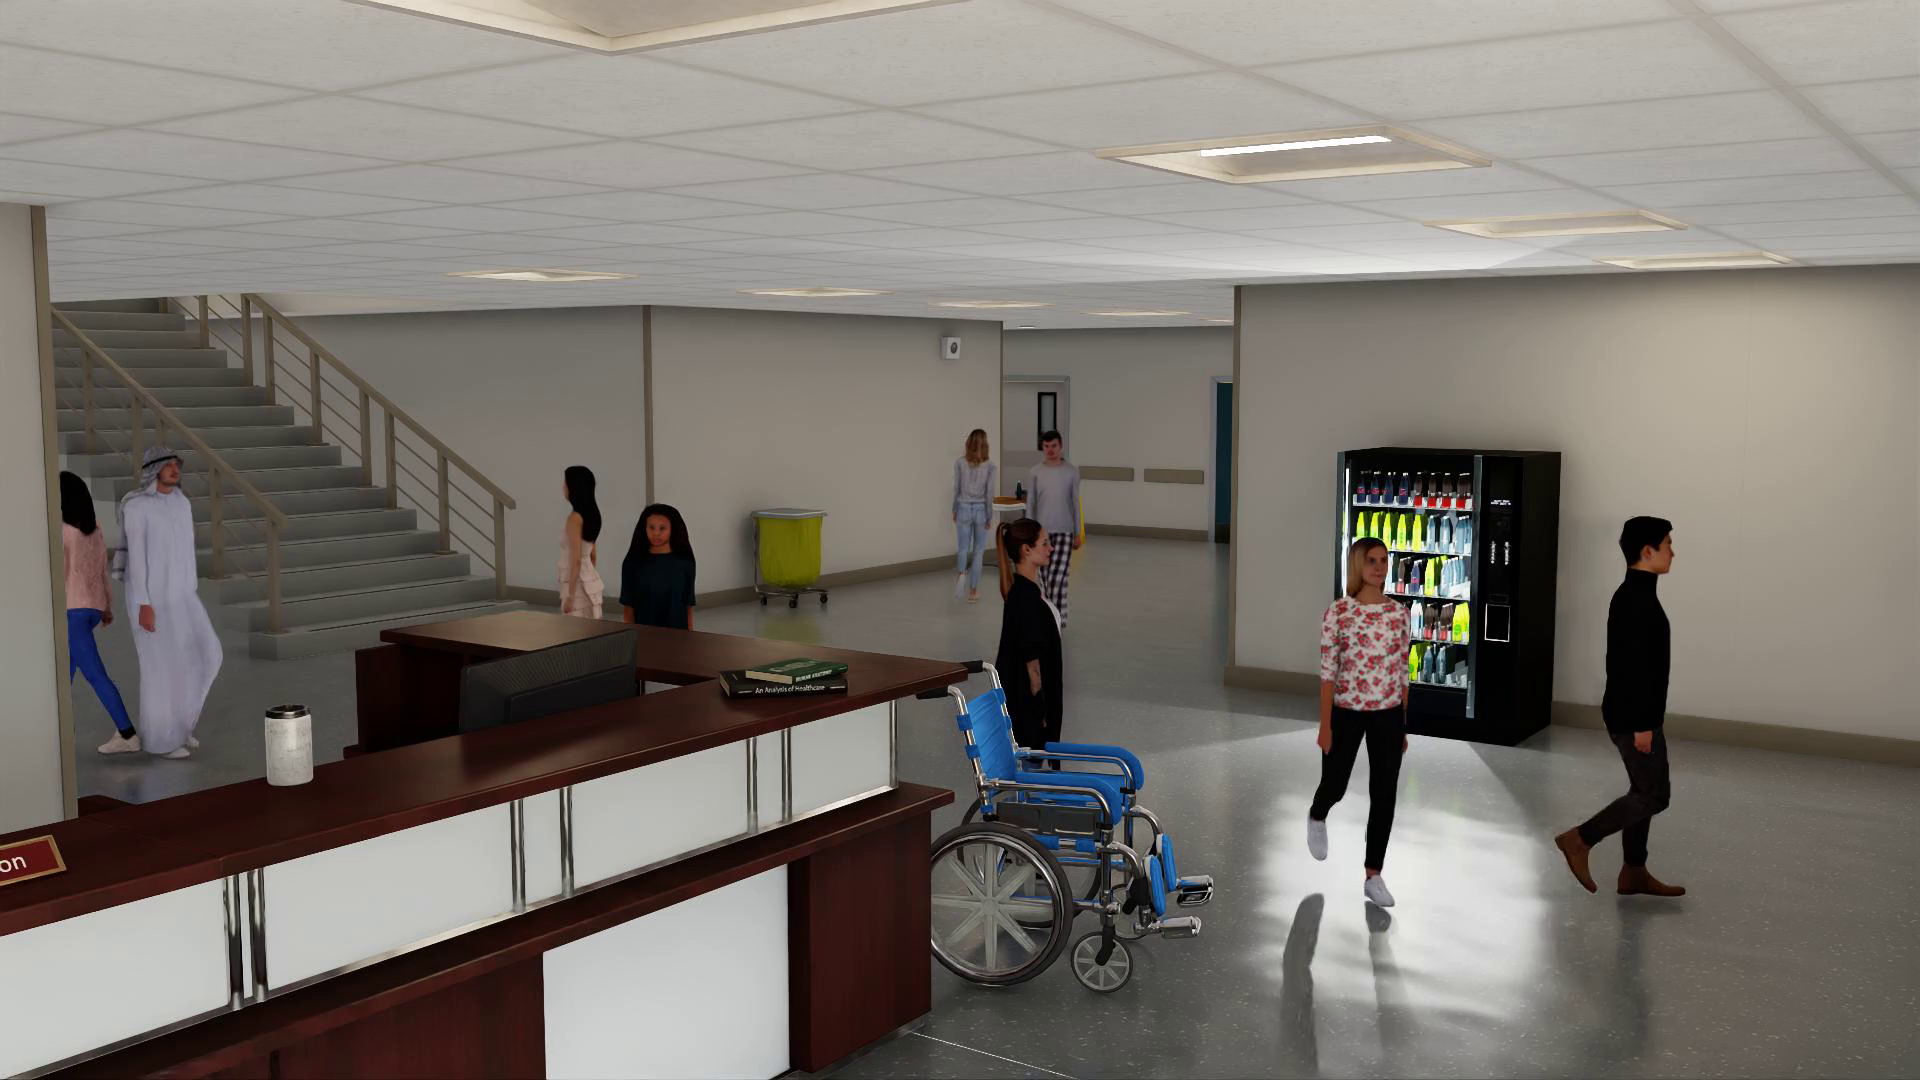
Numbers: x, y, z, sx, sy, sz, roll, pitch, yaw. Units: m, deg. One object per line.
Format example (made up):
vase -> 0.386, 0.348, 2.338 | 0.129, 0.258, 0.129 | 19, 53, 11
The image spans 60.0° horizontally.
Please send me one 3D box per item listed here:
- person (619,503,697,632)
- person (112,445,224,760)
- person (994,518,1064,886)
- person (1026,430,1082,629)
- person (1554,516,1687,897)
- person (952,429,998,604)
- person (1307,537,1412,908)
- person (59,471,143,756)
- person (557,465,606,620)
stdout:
person -> -1.716, 0.592, 9.492 | 0.713, 1.616, 0.760 | -2, 6, -17
person -> -4.911, 0.377, 10.149 | 0.837, 1.913, 0.782 | 2, 6, 20
person -> 0.305, 0.734, 7.744 | 0.751, 1.684, 0.719 | 0, 6, -2
person -> 0.833, -0.042, 14.924 | 1.206, 1.790, 1.038 | 1, 6, 9
person -> 2.939, 0.757, 7.379 | 0.881, 1.710, 0.777 | 2, 6, 18
person -> 0.115, -0.206, 16.664 | 1.064, 1.768, 0.948 | 1, 6, 12
person -> 1.792, 0.790, 7.512 | 0.963, 1.619, 0.998 | -1, 6, -7
person -> -5.248, 0.490, 10.039 | 1.253, 1.710, 1.000 | 1, 6, 9
person -> -2.526, 0.366, 11.147 | 0.663, 1.735, 0.661 | 1, 6, 9
